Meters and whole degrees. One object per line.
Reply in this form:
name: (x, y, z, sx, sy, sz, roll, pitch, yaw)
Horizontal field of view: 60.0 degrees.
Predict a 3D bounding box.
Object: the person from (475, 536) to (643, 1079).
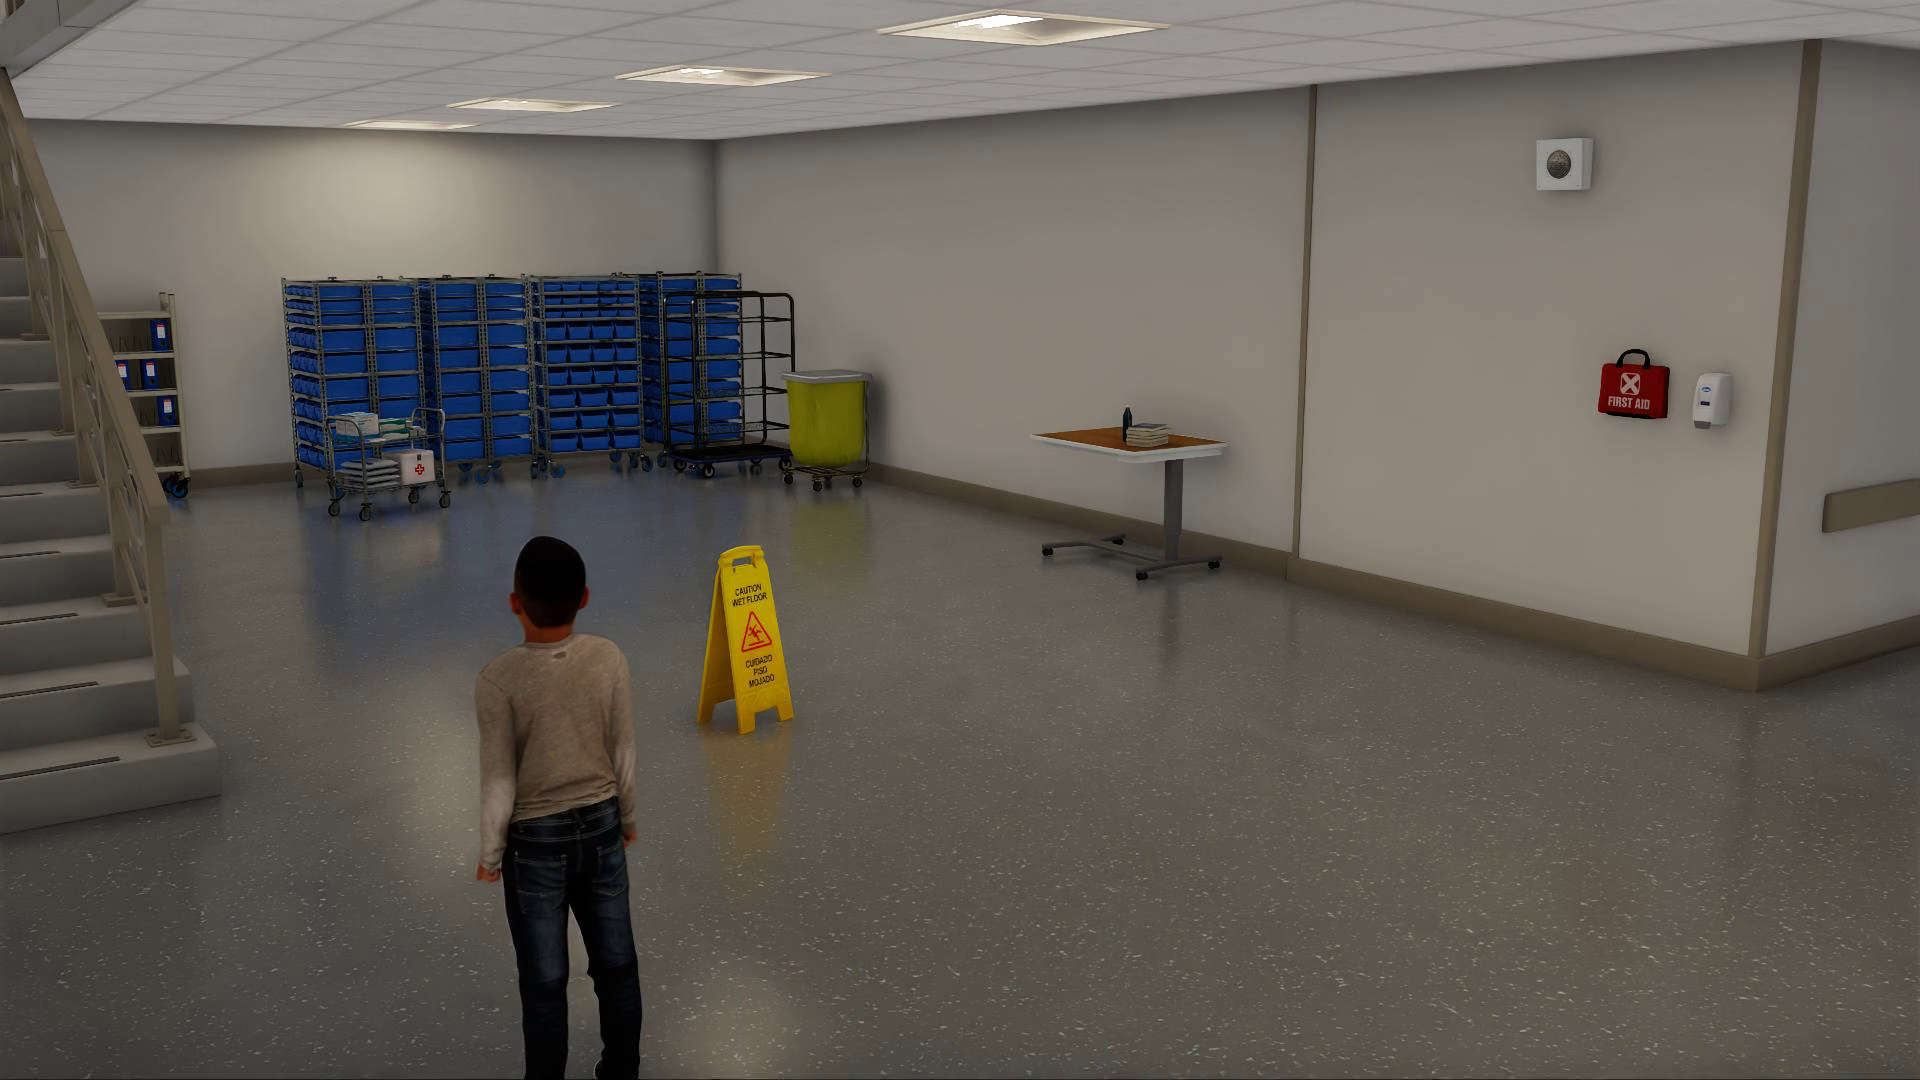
person: (-0.950, 0.713, 3.985, 0.547, 1.465, 0.504, -8, 13, -36)
